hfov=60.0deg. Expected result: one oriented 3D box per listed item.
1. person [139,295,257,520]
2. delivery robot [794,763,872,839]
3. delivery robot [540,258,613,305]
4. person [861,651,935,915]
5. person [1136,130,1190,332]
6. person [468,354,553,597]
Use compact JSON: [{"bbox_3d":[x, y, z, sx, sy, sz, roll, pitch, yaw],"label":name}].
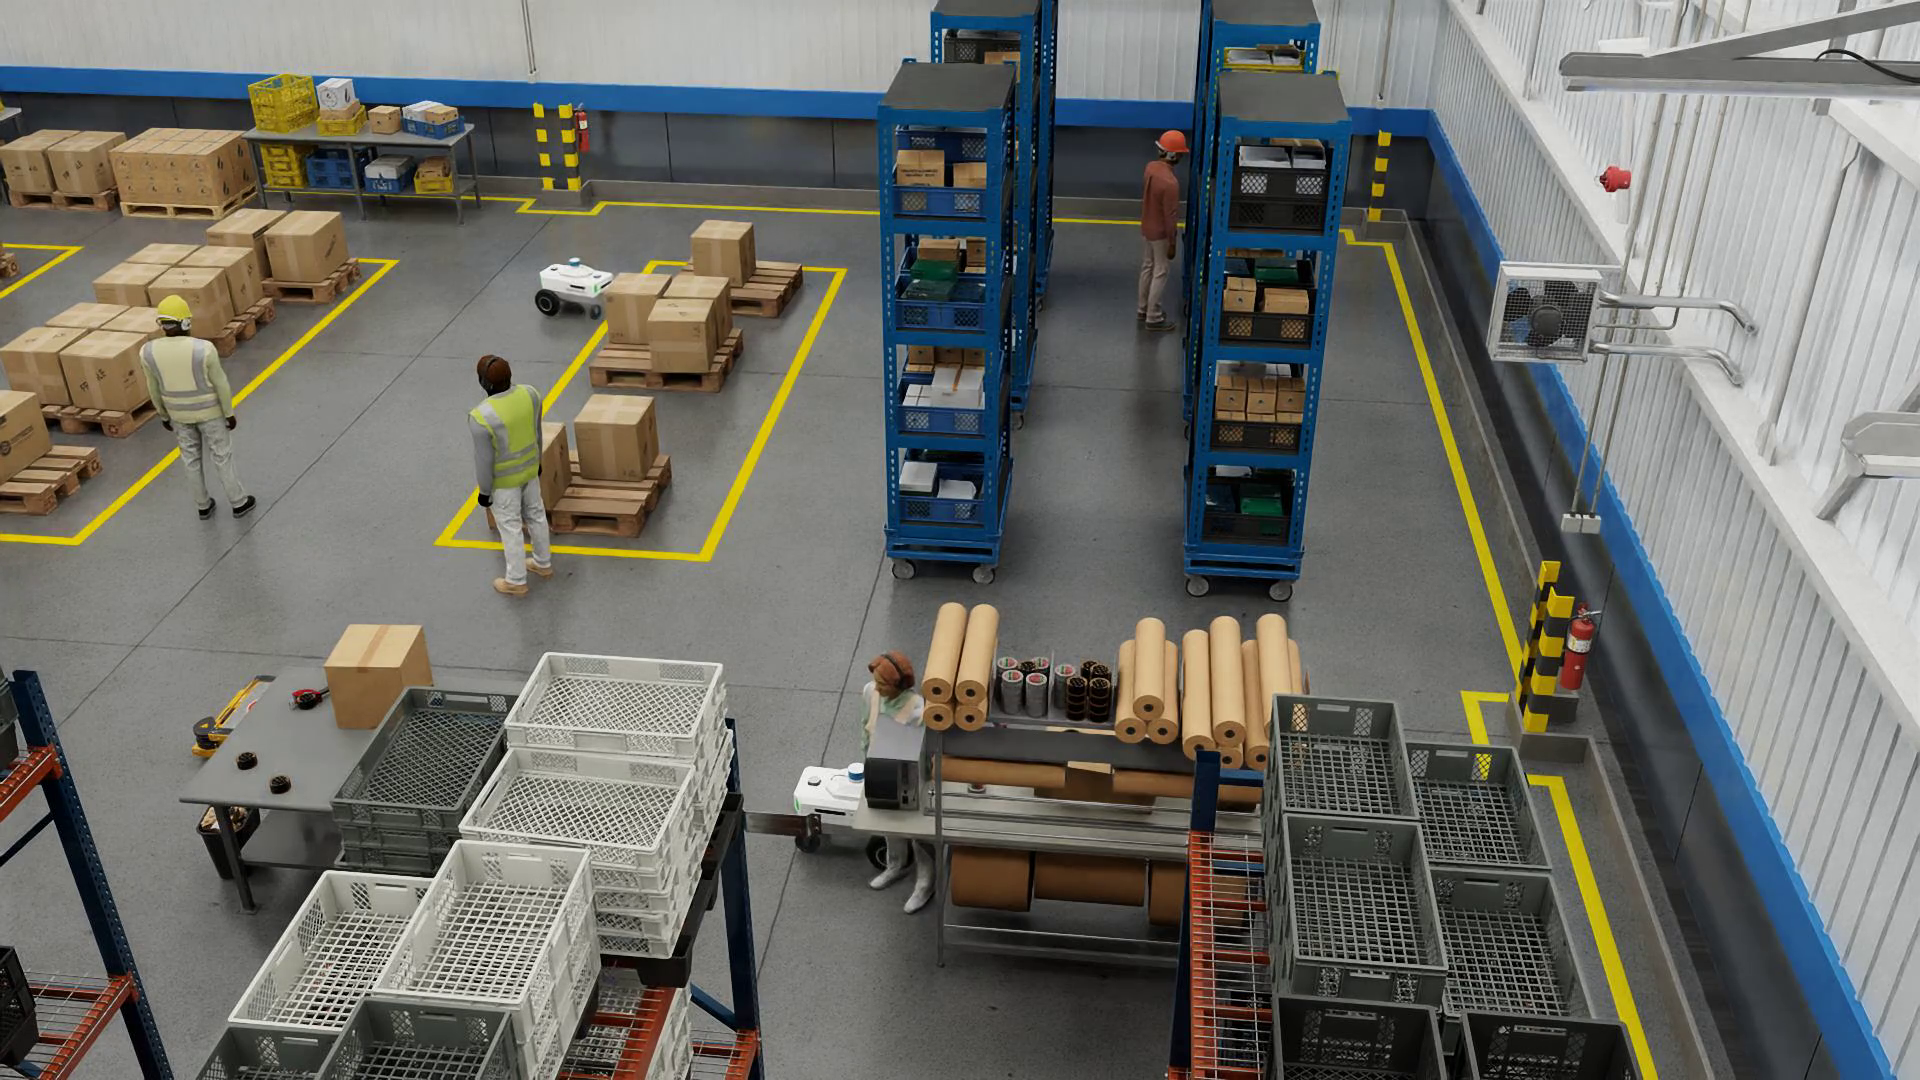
[{"bbox_3d":[-5.895,-1.005,12.842,0.592,1.821,0.404,-1,30,-2],"label":"person"},{"bbox_3d":[-0.596,1.516,9.672,0.707,0.478,0.477,5,31,9],"label":"delivery robot"},{"bbox_3d":[-3.849,-2.590,16.724,0.707,0.478,0.477,12,33,20],"label":"delivery robot"},{"bbox_3d":[-0.325,1.290,9.086,0.527,1.631,0.318,24,38,35],"label":"person"},{"bbox_3d":[1.960,-2.987,16.093,0.410,1.980,0.624,-9,31,-15],"label":"person"},{"bbox_3d":[-3.228,-0.473,11.906,0.429,1.846,0.625,16,34,26],"label":"person"}]
